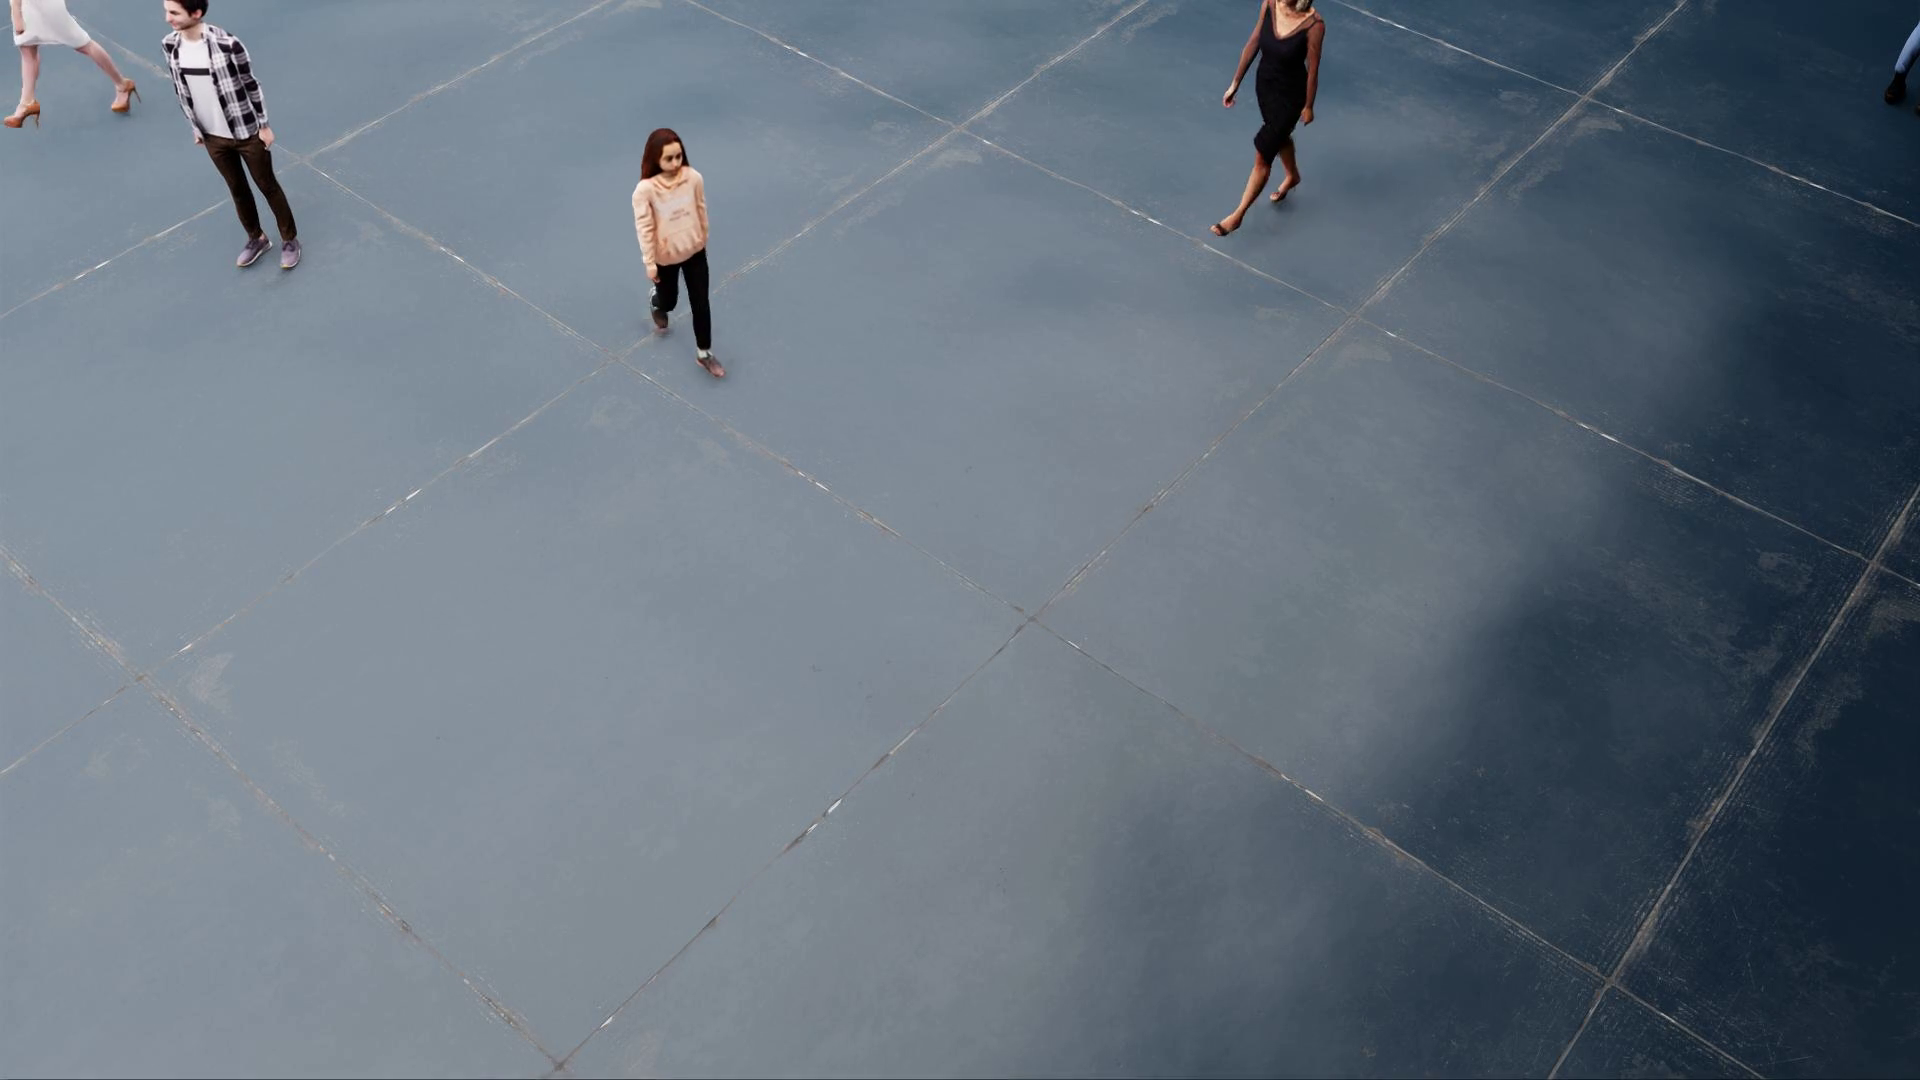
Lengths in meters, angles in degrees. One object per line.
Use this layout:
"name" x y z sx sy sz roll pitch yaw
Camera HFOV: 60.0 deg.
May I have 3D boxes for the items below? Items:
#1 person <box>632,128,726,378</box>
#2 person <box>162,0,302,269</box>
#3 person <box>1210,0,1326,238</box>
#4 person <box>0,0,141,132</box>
"person" -1.543 -1.560 8.892 0.902 1.464 0.812 -24 52 -21
"person" -4.117 -2.338 9.378 0.703 1.806 0.720 4 47 4
"person" 1.929 -2.614 9.712 1.135 1.691 0.805 -27 53 -23
"person" -5.636 -3.375 10.374 1.105 1.752 0.768 -27 53 -22
